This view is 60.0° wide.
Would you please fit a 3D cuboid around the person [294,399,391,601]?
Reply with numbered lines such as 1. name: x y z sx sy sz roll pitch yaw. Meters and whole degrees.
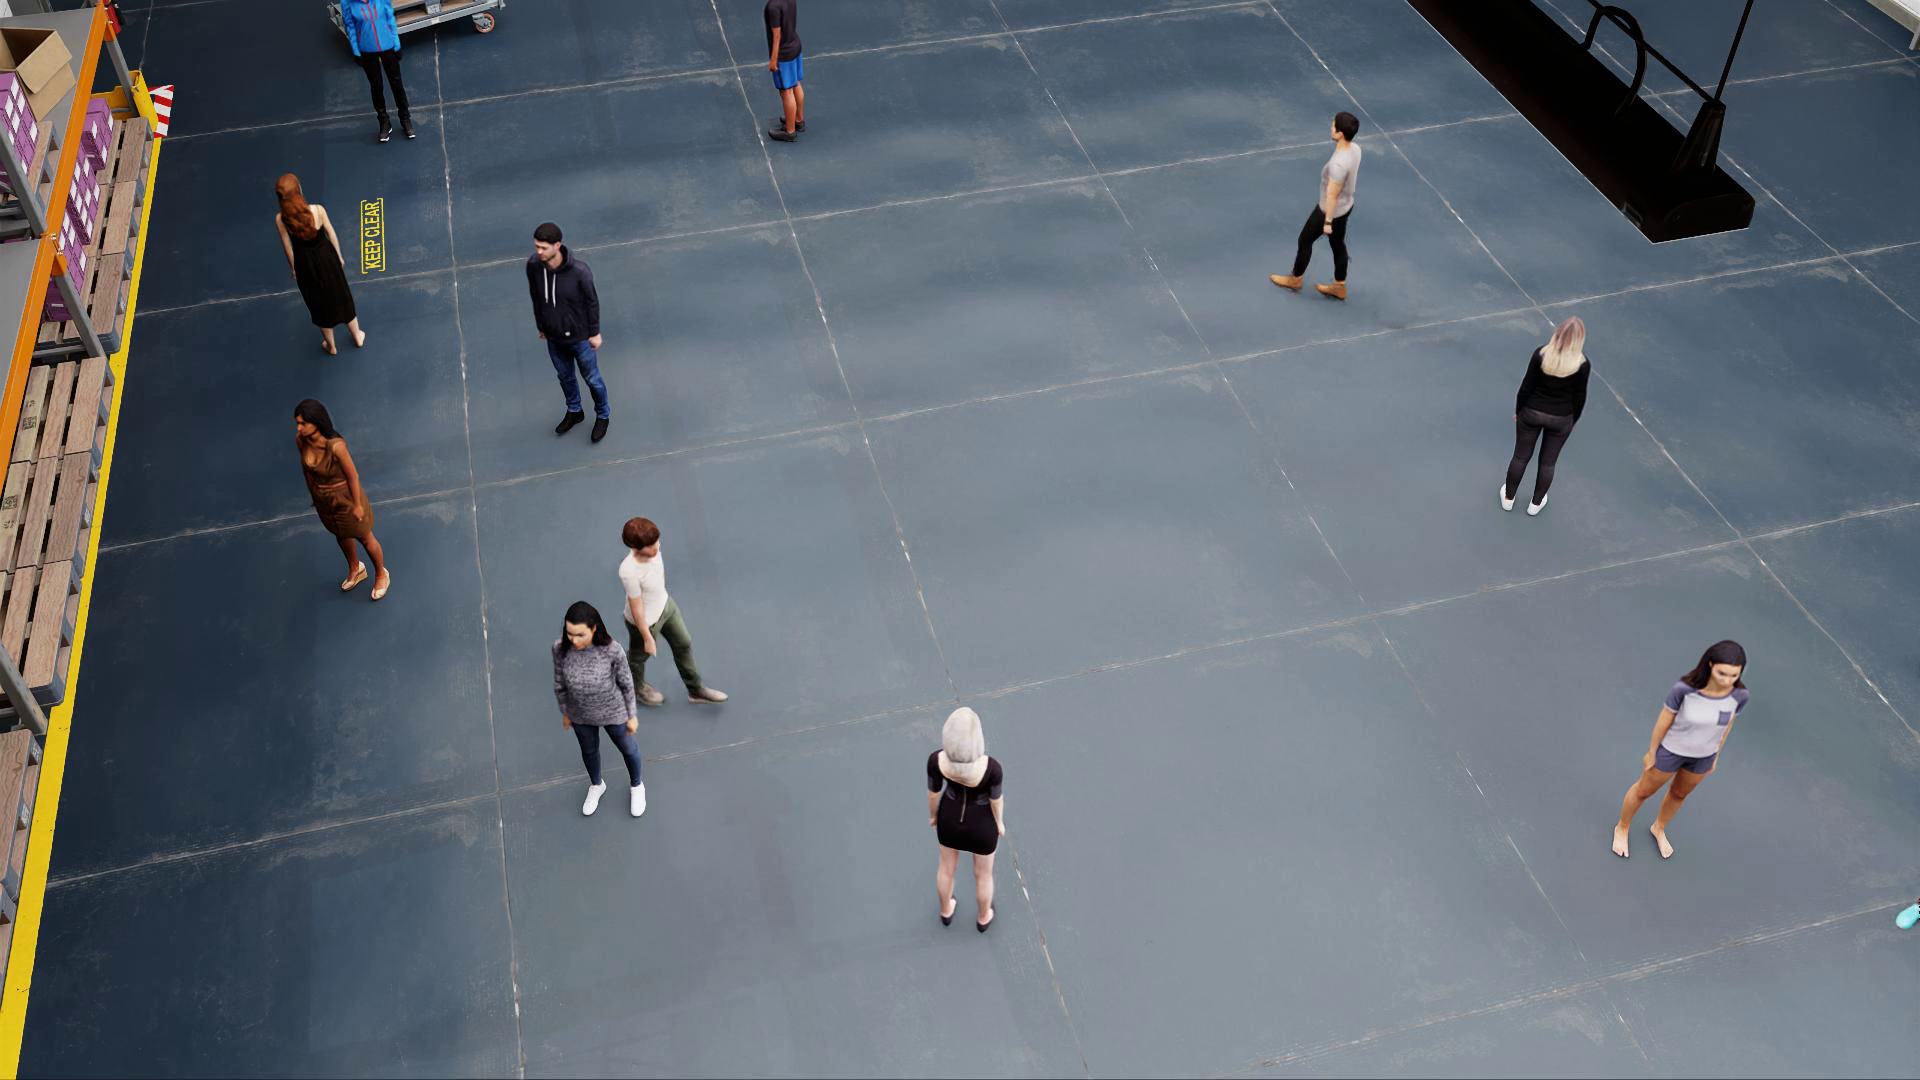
1. person: -4.190 -0.276 11.233 0.646 1.690 0.680 16 46 16

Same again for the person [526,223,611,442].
1. person: -2.917 -1.576 12.451 0.765 1.891 0.766 12 45 12

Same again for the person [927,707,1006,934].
1. person: 0.036 1.569 9.194 0.639 1.831 0.630 9 44 9

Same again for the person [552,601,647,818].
1. person: -2.136 0.993 9.871 0.675 1.732 0.636 3 44 3

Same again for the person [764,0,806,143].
1. person: -1.650 -4.645 15.740 0.765 1.799 0.685 14 45 14

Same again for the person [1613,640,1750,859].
1. person: 4.197 1.212 9.639 0.643 1.734 0.613 2 44 2

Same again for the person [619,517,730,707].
1. person: -2.034 0.457 10.510 0.981 1.626 0.979 15 46 15

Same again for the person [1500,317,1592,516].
1. person: 4.177 -0.875 11.864 0.691 1.686 0.727 16 46 16

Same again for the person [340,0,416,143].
1. person: -5.521 -4.651 15.748 0.615 1.797 0.514 -12 45 -12

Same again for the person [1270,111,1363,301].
1. person: 3.171 -2.720 13.792 1.011 1.698 0.930 26 49 24

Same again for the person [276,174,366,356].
1. person: -5.143 -2.196 13.295 0.614 1.626 0.618 -19 47 -19
